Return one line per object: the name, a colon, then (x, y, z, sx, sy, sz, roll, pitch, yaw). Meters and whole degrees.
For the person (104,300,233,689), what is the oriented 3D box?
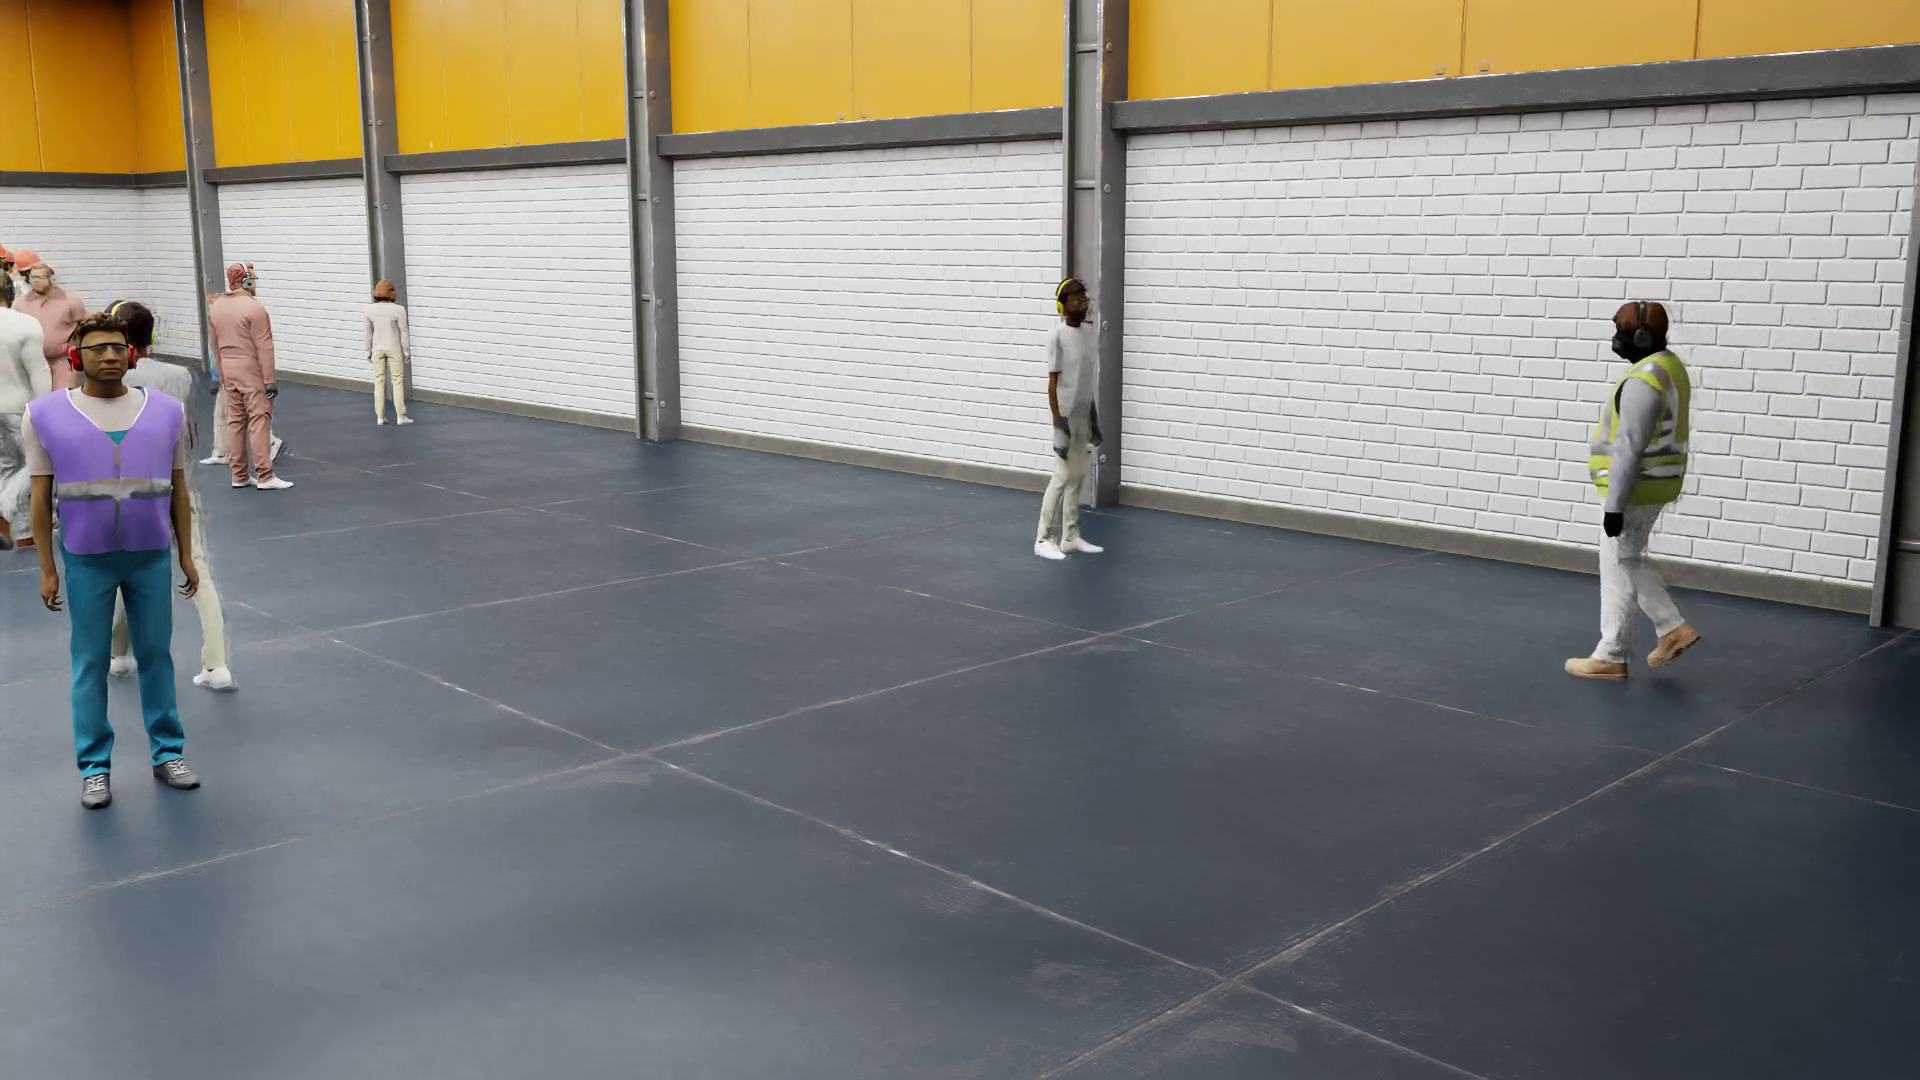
person: (-3.841, -0.207, 7.869, 0.988, 1.825, 0.495, 7, 13, 35)

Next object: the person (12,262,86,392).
person: (-8.667, -1.693, 15.847, 0.672, 1.864, 0.967, -1, 10, -8)

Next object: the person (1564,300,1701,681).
person: (3.215, -0.217, 7.893, 0.487, 1.831, 0.651, 7, 12, 33)

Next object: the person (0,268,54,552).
person: (-6.336, -0.841, 11.026, 0.642, 1.924, 0.668, 2, 11, 8)

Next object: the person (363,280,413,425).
person: (-6.460, -2.113, 18.778, 0.504, 1.632, 0.269, 1, 10, 3)

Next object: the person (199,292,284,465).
person: (-6.687, -1.482, 15.378, 0.737, 1.614, 0.507, -2, 11, -10)

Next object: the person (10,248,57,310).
person: (-9.606, -2.021, 17.280, 0.634, 1.993, 0.623, 6, 12, 29)

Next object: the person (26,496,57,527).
person: (-6.860, -0.895, 11.689, 0.958, 1.807, 0.526, 2, 11, 9)

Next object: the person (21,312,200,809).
person: (-3.195, 0.065, 6.309, 0.567, 1.850, 0.389, -9, 14, -40)

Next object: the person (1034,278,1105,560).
person: (0.728, -0.801, 11.064, 0.388, 1.848, 0.593, 7, 13, 34)

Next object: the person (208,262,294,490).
person: (-5.963, -1.368, 13.974, 0.639, 1.909, 0.409, 5, 12, 27)

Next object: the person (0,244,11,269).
person: (-11.777, -2.618, 20.409, 0.390, 2.045, 0.607, -6, 12, -31)

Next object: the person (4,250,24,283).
person: (-14.193, -3.354, 24.806, 0.564, 1.893, 0.966, 9, 14, 40)
